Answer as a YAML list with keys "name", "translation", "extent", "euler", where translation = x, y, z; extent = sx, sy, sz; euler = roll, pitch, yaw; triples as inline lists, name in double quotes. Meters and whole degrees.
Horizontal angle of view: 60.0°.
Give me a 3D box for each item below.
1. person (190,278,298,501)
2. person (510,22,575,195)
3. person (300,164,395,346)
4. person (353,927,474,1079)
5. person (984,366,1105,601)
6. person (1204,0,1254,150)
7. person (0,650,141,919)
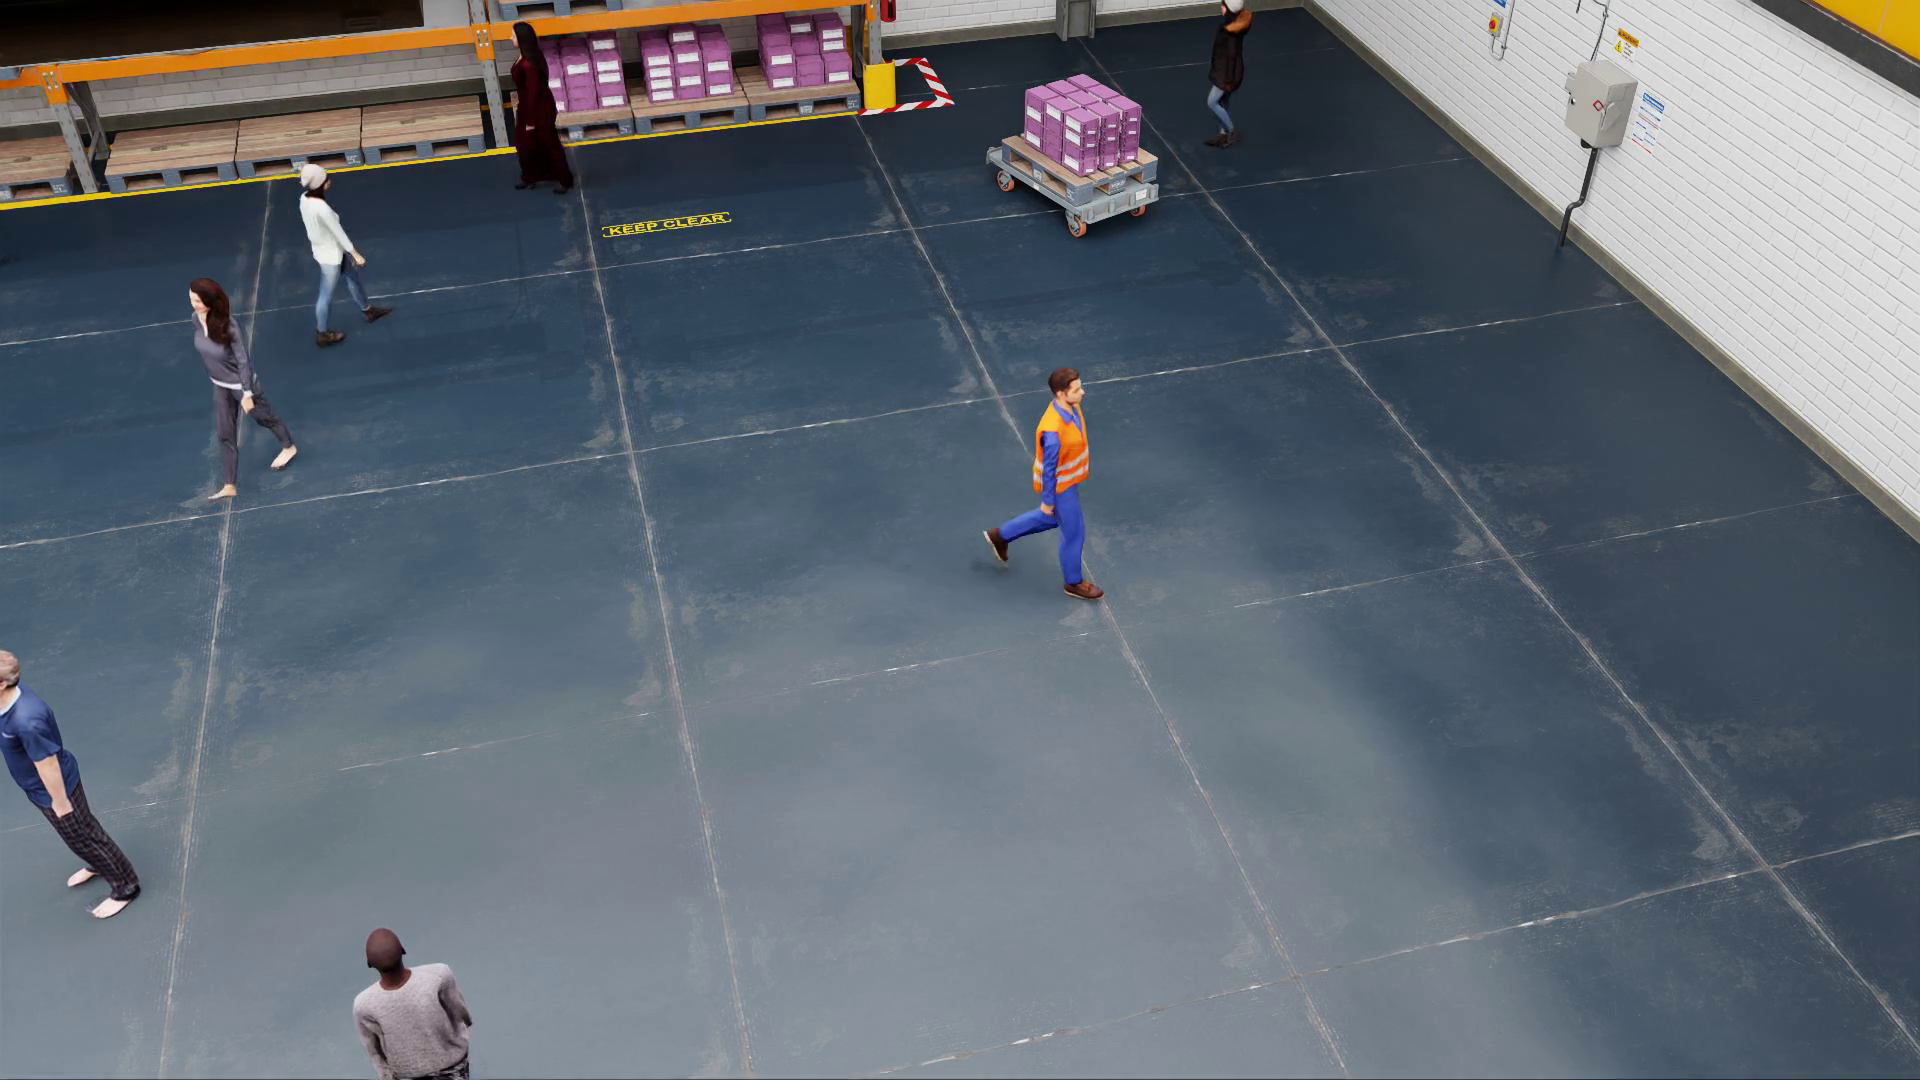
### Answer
- name: "person"
  translation: [-5.294, -1.188, 12.304]
  extent: [1.121, 1.718, 1.091]
  euler: [13, 40, 16]
- name: "person"
  translation: [-3.961, -4.125, 15.968]
  extent: [0.801, 1.735, 0.689]
  euler: [-11, 40, -14]
- name: "person"
  translation: [-5.316, -2.328, 13.821]
  extent: [1.041, 1.607, 0.829]
  euler: [-27, 46, -30]
- name: "person"
  translation: [-2.439, 2.477, 7.706]
  extent: [1.130, 1.728, 0.741]
  euler: [-13, 40, -16]
- name: "person"
  translation: [0.586, -0.396, 11.216]
  extent: [1.248, 1.840, 1.073]
  euler: [11, 40, 14]
- name: "person"
  translation: [2.769, -4.717, 16.799]
  extent: [0.782, 1.623, 0.744]
  euler: [8, 39, 10]
- name: "person"
  translation: [-4.953, 1.300, 9.069]
  extent: [0.733, 1.868, 0.732]
  euler: [30, 48, 32]
